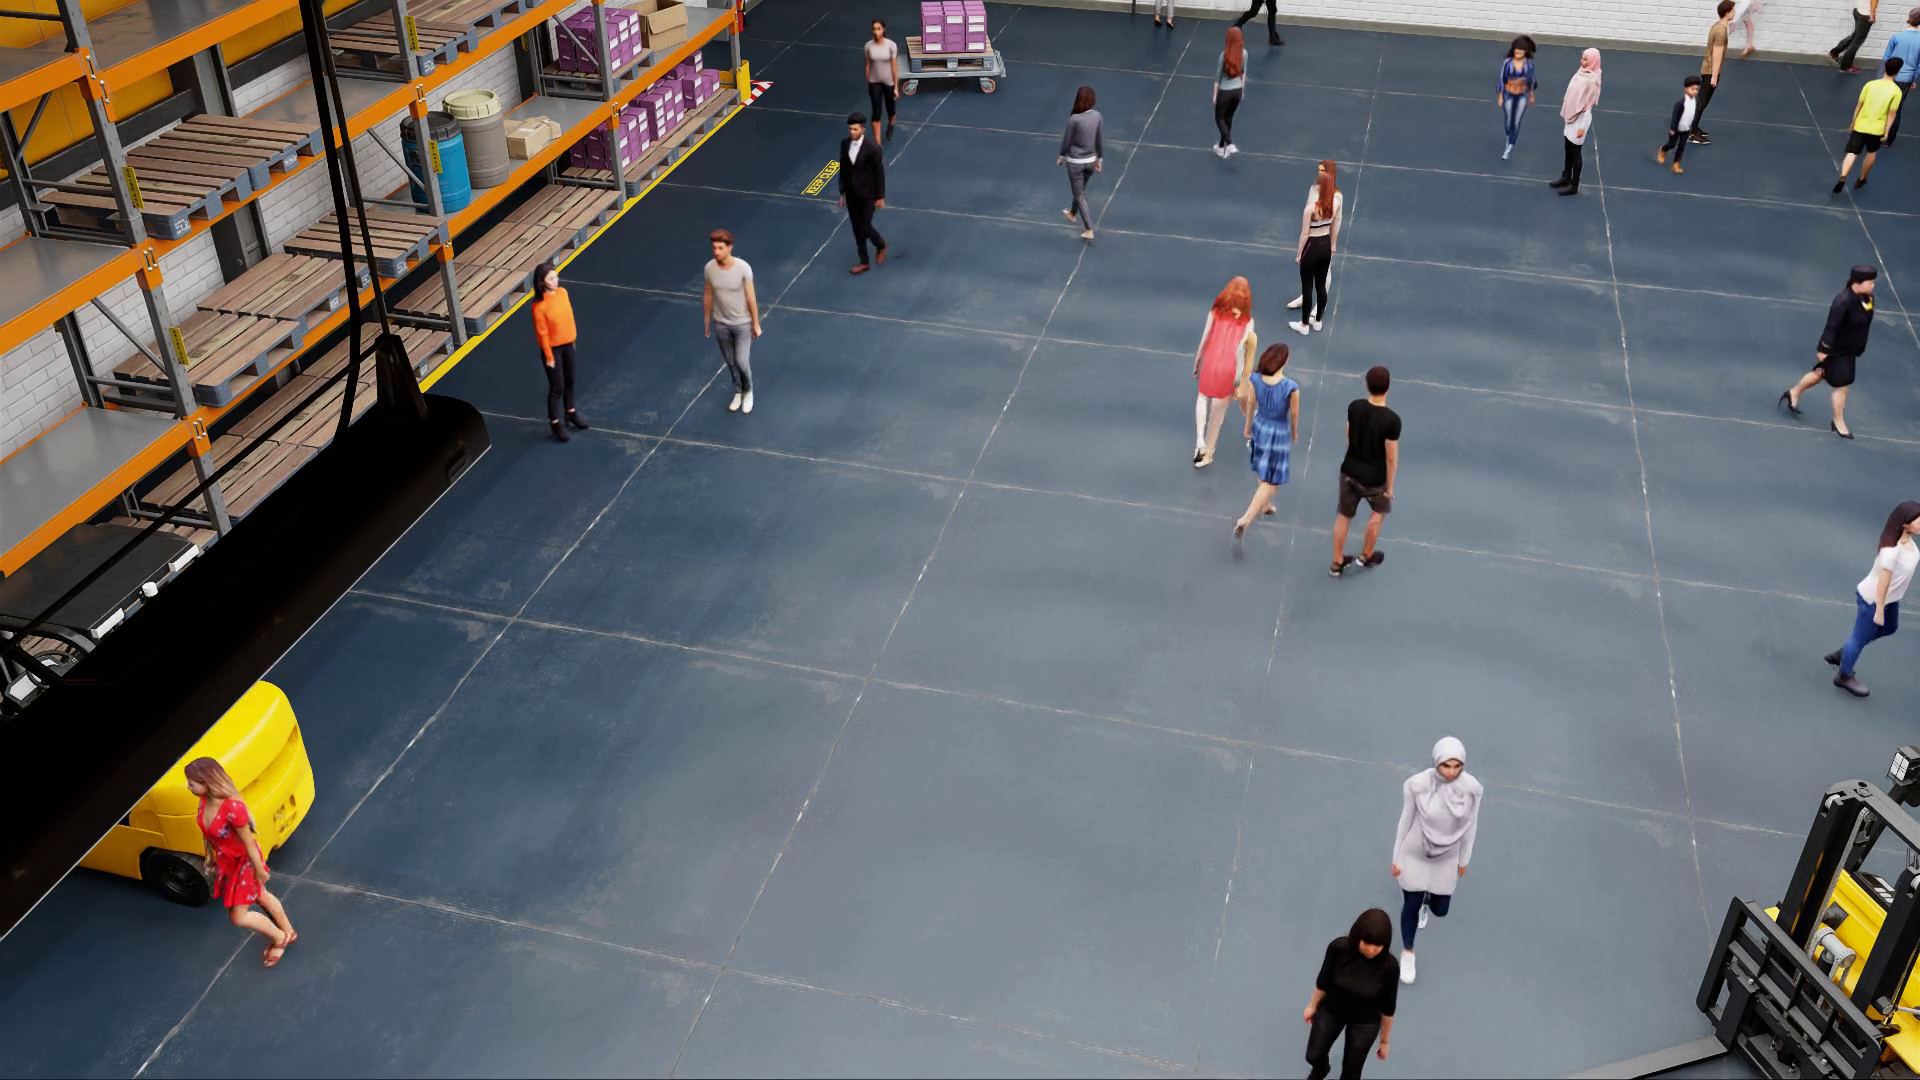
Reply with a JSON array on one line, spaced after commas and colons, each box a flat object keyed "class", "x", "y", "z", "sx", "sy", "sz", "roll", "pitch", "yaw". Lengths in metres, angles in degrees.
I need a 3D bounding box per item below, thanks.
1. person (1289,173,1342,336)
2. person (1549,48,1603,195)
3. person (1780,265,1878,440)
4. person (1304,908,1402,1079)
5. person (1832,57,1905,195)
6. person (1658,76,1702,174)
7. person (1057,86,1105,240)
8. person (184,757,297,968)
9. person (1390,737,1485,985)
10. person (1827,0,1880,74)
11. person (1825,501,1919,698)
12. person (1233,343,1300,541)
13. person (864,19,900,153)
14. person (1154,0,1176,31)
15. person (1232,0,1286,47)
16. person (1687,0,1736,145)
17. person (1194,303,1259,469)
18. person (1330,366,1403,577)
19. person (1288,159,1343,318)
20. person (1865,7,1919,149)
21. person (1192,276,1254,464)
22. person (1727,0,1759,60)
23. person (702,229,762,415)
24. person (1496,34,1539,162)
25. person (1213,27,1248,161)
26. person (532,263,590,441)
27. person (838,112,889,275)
[{"class": "person", "x": 3.708, "y": -2.979, "z": 17.270, "sx": 0.672, "sy": 1.749, "sz": 0.712, "roll": -14, "pitch": 36, "yaw": -20}, {"class": "person", "x": 7.636, "y": -5.171, "z": 20.521, "sx": 0.757, "sy": 1.800, "sz": 0.633, "roll": -4, "pitch": 34, "yaw": -5}, {"class": "person", "x": 8.194, "y": -1.816, "z": 15.622, "sx": 1.108, "sy": 1.638, "sz": 1.135, "roll": -21, "pitch": 39, "yaw": -28}, {"class": "person", "x": 2.128, "y": 2.550, "z": 9.053, "sx": 0.675, "sy": 1.636, "sz": 0.693, "roll": 13, "pitch": 36, "yaw": 19}, {"class": "person", "x": 11.191, "y": -5.074, "z": 20.482, "sx": 0.858, "sy": 1.683, "sz": 1.115, "roll": 22, "pitch": 39, "yaw": 29}, {"class": "person", "x": 9.229, "y": -5.345, "z": 21.309, "sx": 0.665, "sy": 1.218, "sz": 0.790, "roll": -6, "pitch": 34, "yaw": -8}, {"class": "person", "x": 1.458, "y": -4.356, "z": 19.362, "sx": 1.090, "sy": 1.727, "sz": 1.182, "roll": -15, "pitch": 37, "yaw": -22}, {"class": "person", "x": -4.284, "y": 1.897, "z": 10.093, "sx": 0.705, "sy": 1.573, "sz": 0.758, "roll": 26, "pitch": 41, "yaw": 33}, {"class": "person", "x": 2.814, "y": 1.848, "z": 9.995, "sx": 0.660, "sy": 1.764, "sz": 0.854, "roll": 5, "pitch": 34, "yaw": 7}, {"class": "person", "x": 13.184, "y": -7.757, "z": 24.422, "sx": 0.740, "sy": 1.790, "sz": 0.682, "roll": 5, "pitch": 34, "yaw": 8}, {"class": "person", "x": 6.666, "y": 0.407, "z": 12.243, "sx": 0.784, "sy": 1.674, "sz": 0.679, "roll": 23, "pitch": 40, "yaw": 30}, {"class": "person", "x": 2.572, "y": -0.780, "z": 13.934, "sx": 0.987, "sy": 1.780, "sz": 1.184, "roll": 27, "pitch": 42, "yaw": 34}, {"class": "person", "x": -0.993, "y": -5.972, "z": 21.800, "sx": 0.752, "sy": 1.718, "sz": 1.155, "roll": 2, "pitch": 34, "yaw": 3}, {"class": "person", "x": 3.288, "y": -8.942, "z": 26.308, "sx": 0.692, "sy": 1.675, "sz": 0.700, "roll": 24, "pitch": 40, "yaw": 31}, {"class": "person", "x": 4.599, "y": -8.470, "z": 25.542, "sx": 0.971, "sy": 1.737, "sz": 1.165, "roll": 19, "pitch": 38, "yaw": 26}, {"class": "person", "x": 9.966, "y": -6.228, "z": 22.067, "sx": 0.730, "sy": 1.850, "sz": 0.508, "roll": 11, "pitch": 35, "yaw": 15}, {"class": "person", "x": 2.572, "y": -1.449, "z": 15.100, "sx": 0.884, "sy": 1.603, "sz": 1.142, "roll": 28, "pitch": 43, "yaw": 35}, {"class": "person", "x": 3.223, "y": -0.500, "z": 13.470, "sx": 0.871, "sy": 1.828, "sz": 0.927, "roll": 26, "pitch": 41, "yaw": 33}, {"class": "person", "x": 3.835, "y": -3.231, "z": 17.684, "sx": 0.712, "sy": 1.711, "sz": 0.695, "roll": -27, "pitch": 42, "yaw": -34}, {"class": "person", "x": 12.332, "y": -6.090, "z": 21.890, "sx": 0.652, "sy": 1.816, "sz": 0.539, "roll": 9, "pitch": 35, "yaw": 13}, {"class": "person", "x": 2.332, "y": -1.449, "z": 14.924, "sx": 0.643, "sy": 1.798, "sz": 0.842, "roll": 7, "pitch": 34, "yaw": 10}, {"class": "person", "x": 11.857, "y": -8.034, "z": 24.861, "sx": 0.792, "sy": 1.764, "sz": 0.905, "roll": 4, "pitch": 34, "yaw": 5}, {"class": "person", "x": -2.129, "y": -2.112, "z": 15.848, "sx": 0.674, "sy": 1.880, "sz": 0.620, "roll": 8, "pitch": 34, "yaw": 12}, {"class": "person", "x": 7.216, "y": -5.765, "z": 21.614, "sx": 0.743, "sy": 1.580, "sz": 1.061, "roll": 12, "pitch": 35, "yaw": 17}, {"class": "person", "x": 3.482, "y": -5.701, "z": 21.384, "sx": 0.908, "sy": 1.729, "sz": 1.043, "roll": -11, "pitch": 35, "yaw": -16}, {"class": "person", "x": -3.756, "y": -1.771, "z": 15.457, "sx": 0.708, "sy": 1.745, "sz": 0.534, "roll": 13, "pitch": 36, "yaw": 19}, {"class": "person", "x": -1.032, "y": -3.893, "z": 18.541, "sx": 0.857, "sy": 1.865, "sz": 0.914, "roll": 23, "pitch": 40, "yaw": 30}]
